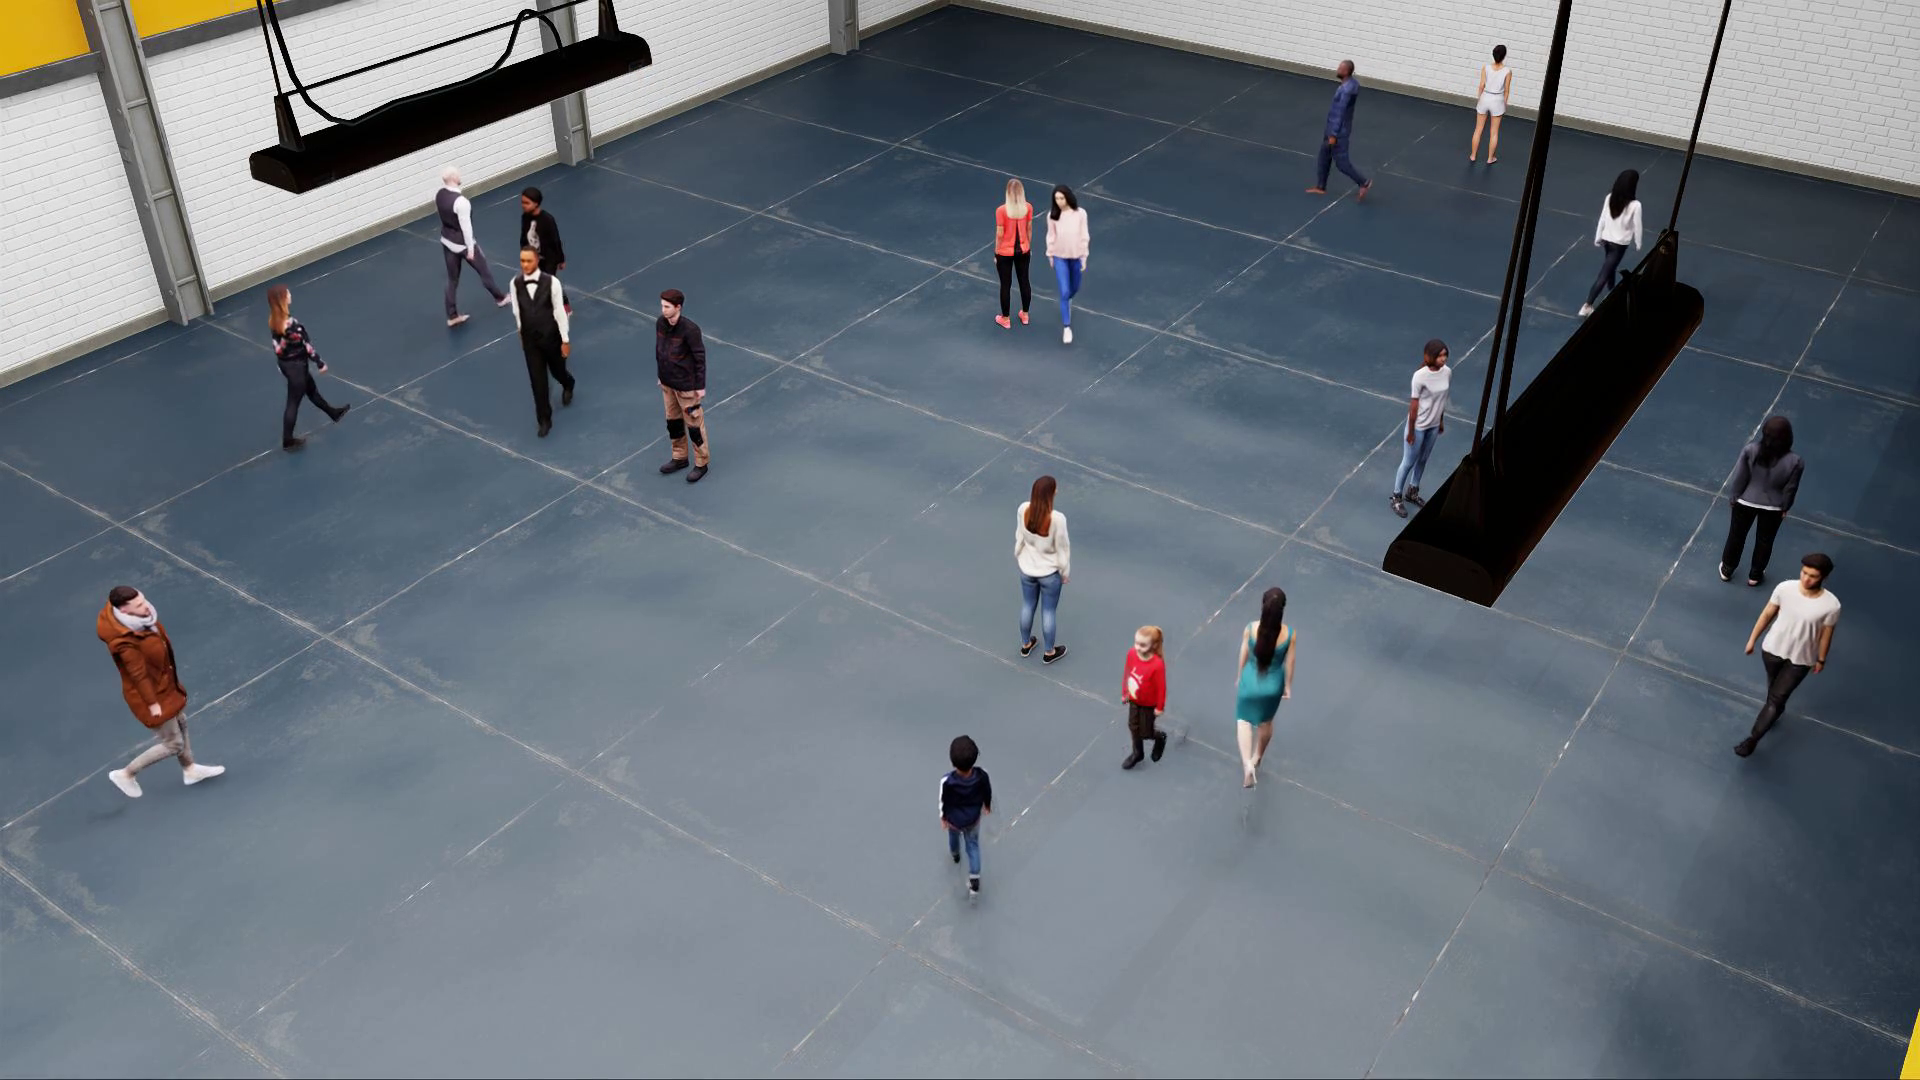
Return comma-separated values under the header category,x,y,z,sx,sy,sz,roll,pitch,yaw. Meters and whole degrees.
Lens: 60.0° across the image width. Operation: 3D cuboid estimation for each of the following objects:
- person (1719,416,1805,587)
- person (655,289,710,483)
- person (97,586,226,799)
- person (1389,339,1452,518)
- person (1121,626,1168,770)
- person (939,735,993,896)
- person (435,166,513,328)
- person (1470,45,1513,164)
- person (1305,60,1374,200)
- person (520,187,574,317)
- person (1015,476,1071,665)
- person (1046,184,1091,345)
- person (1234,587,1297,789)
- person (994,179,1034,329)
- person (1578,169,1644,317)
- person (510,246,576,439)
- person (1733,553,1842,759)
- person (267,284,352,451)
category,x,y,z,sx,sy,sz,roll,pitch,yaw
person,6.825,-0.333,14.171,0.684,1.597,0.665,18,37,24
person,-2.610,-1.464,15.576,0.710,1.925,0.594,19,38,26
person,-5.820,1.107,11.805,1.101,1.818,0.992,-13,36,-18
person,4.207,-1.037,15.120,0.594,1.719,0.721,-19,38,-26
person,1.389,1.139,12.250,0.542,1.272,0.640,29,43,36
person,0.041,1.863,11.215,0.840,1.212,0.892,-6,34,-9
person,-5.571,-3.193,18.308,0.706,1.780,1.150,21,39,29
person,7.215,-5.923,22.573,0.595,1.606,0.581,16,37,22
person,4.956,-5.233,21.364,0.983,1.794,1.118,8,34,12
person,-4.532,-3.113,18.321,0.723,1.634,1.128,14,36,20
person,0.652,0.227,13.243,0.622,1.692,0.541,20,38,27
person,1.193,-3.085,18.194,1.006,1.727,1.193,0,34,1
person,2.155,1.103,11.945,0.757,1.669,0.902,6,34,9
person,0.589,-3.169,18.351,0.636,1.693,0.738,-13,36,-19
person,7.250,-3.271,18.542,1.209,1.651,0.928,-19,38,-26
person,-4.104,-2.050,16.494,1.134,1.885,1.338,1,34,2
person,6.227,0.790,12.410,1.170,1.676,0.849,-25,41,-32
person,-6.506,-1.624,16.079,0.664,1.636,1.077,27,42,34
